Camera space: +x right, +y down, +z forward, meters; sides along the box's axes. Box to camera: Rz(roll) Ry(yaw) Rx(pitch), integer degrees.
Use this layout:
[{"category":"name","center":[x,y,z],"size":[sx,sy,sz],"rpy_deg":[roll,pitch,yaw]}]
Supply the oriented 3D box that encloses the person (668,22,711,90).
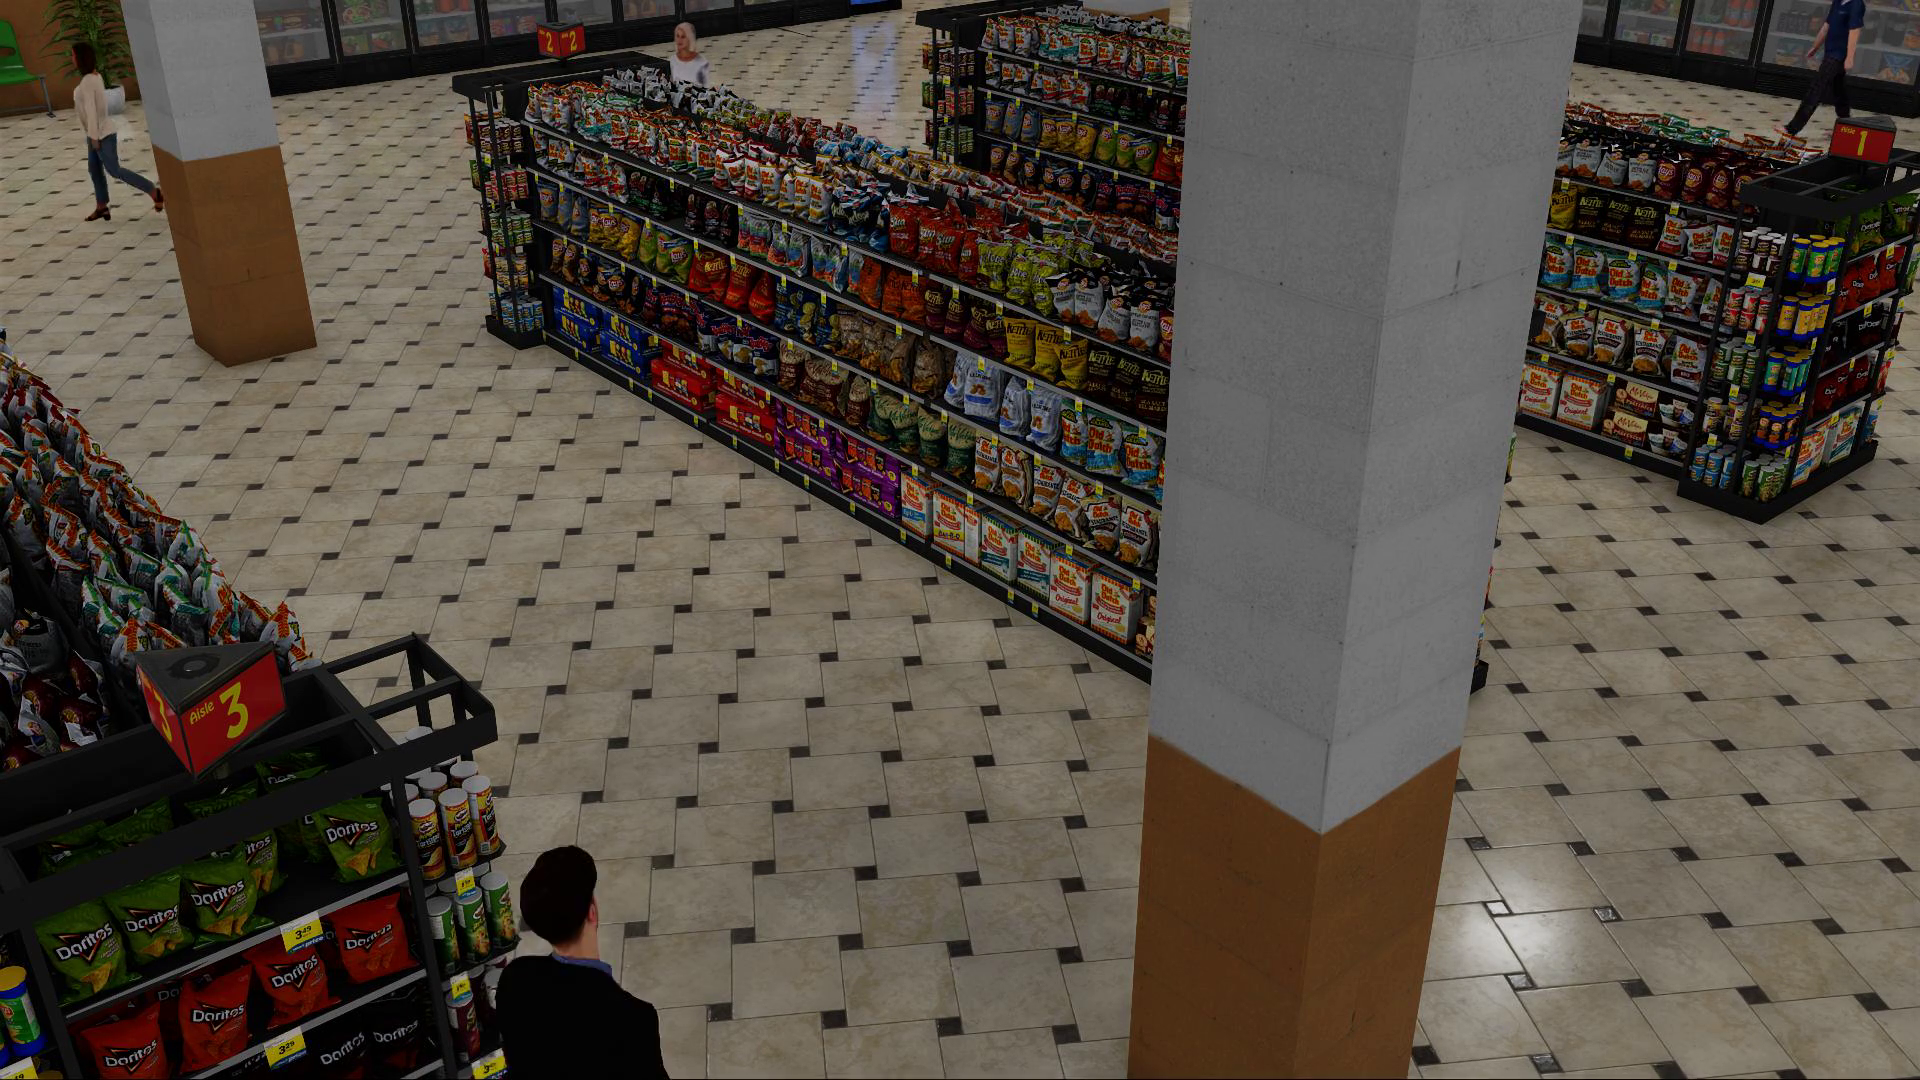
[{"category":"person","center":[-2.624,-4.145,16.180],"size":[0.645,1.749,0.690],"rpy_deg":[0,27,0]}]

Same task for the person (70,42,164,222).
[{"category":"person","center":[-7.978,-3.810,15.622],"size":[0.925,1.657,1.042],"rpy_deg":[-8,28,-16]}]

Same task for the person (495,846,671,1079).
[{"category":"person","center":[-1.018,1.732,4.485],"size":[1.243,1.846,1.034],"rpy_deg":[18,32,31]}]

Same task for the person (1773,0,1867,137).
[{"category":"person","center":[9.835,-5.356,18.485],"size":[1.217,1.825,1.148],"rpy_deg":[3,27,6]}]
